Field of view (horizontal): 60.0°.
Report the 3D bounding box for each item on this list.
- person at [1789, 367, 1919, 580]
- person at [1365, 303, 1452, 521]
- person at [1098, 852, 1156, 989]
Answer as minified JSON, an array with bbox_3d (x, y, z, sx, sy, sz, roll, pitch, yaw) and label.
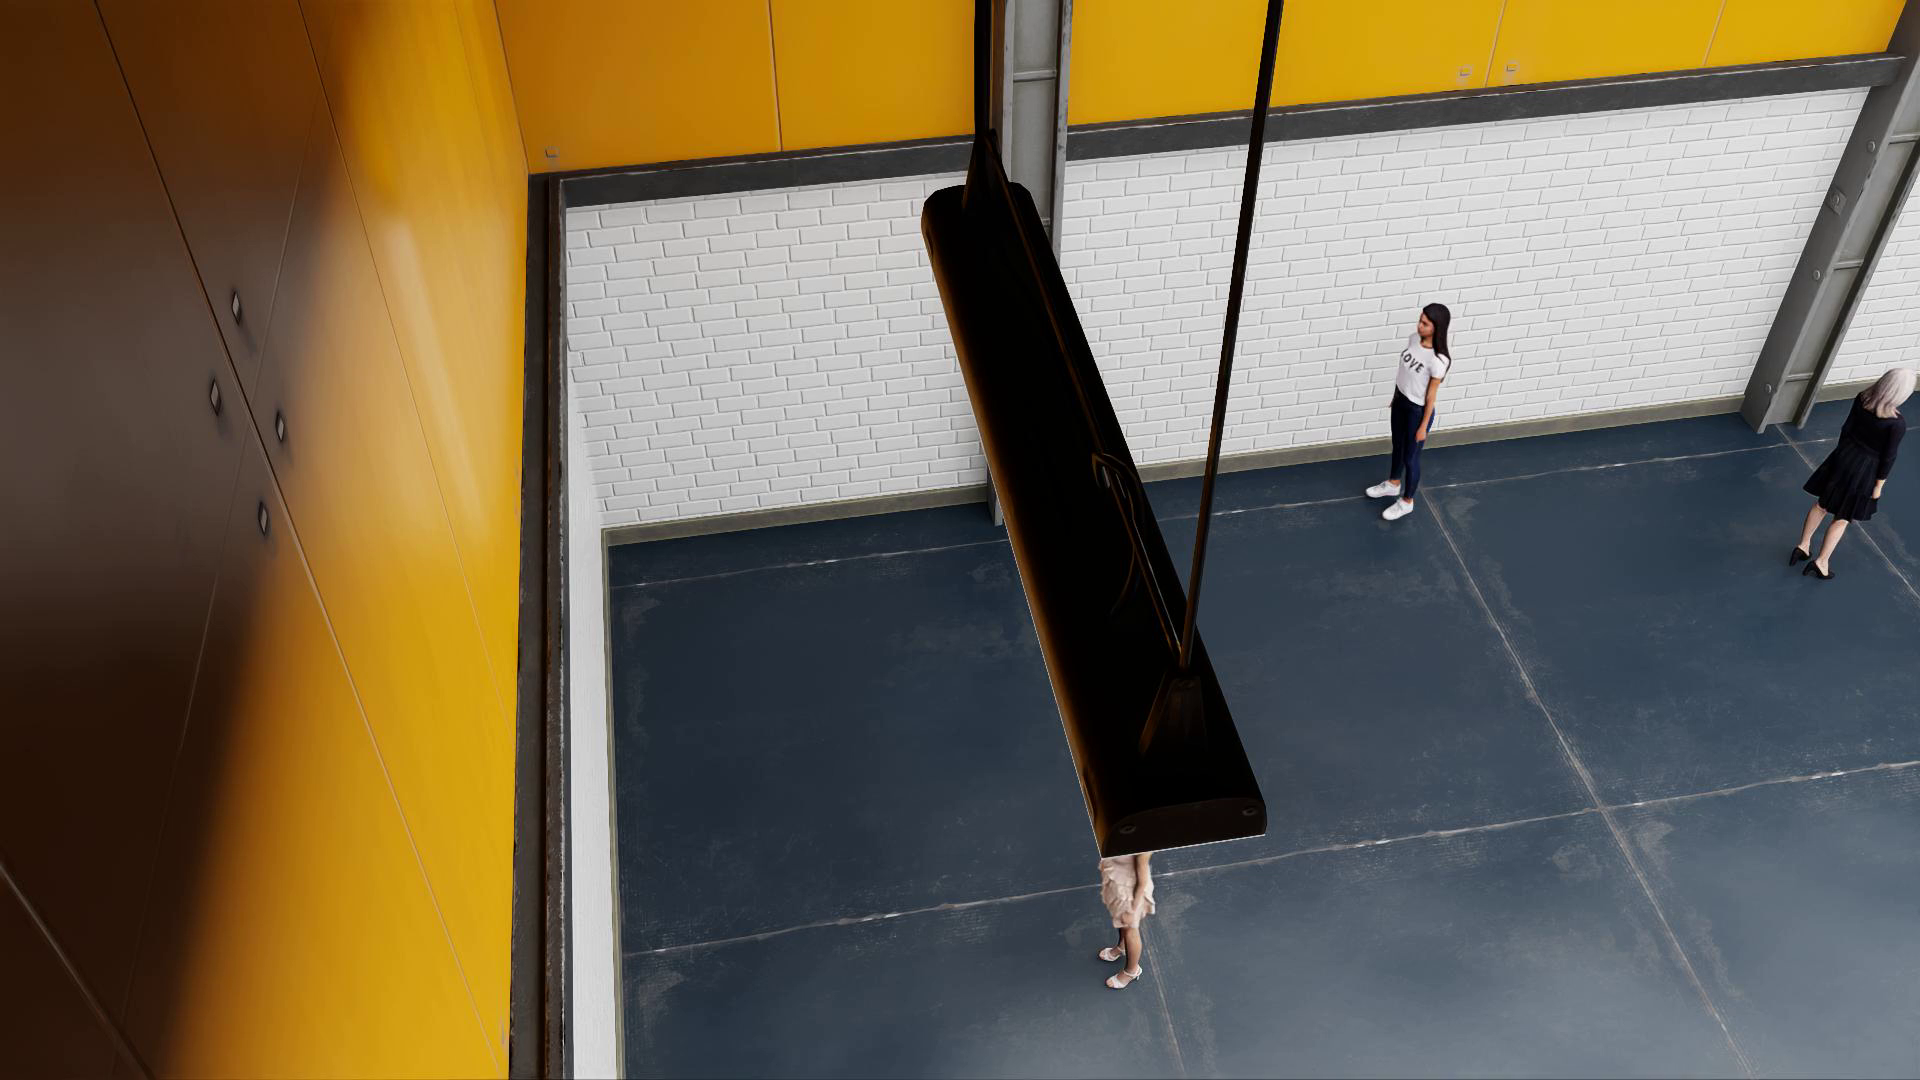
[{"bbox_3d":[6.027,-0.460,11.196,0.609,1.746,0.633,-13,45,-14],"label":"person"},{"bbox_3d":[3.188,-0.916,11.655,0.533,1.773,0.606,-12,45,-12],"label":"person"},{"bbox_3d":[0.894,1.822,8.809,0.527,1.735,0.585,-5,44,-5],"label":"person"}]
